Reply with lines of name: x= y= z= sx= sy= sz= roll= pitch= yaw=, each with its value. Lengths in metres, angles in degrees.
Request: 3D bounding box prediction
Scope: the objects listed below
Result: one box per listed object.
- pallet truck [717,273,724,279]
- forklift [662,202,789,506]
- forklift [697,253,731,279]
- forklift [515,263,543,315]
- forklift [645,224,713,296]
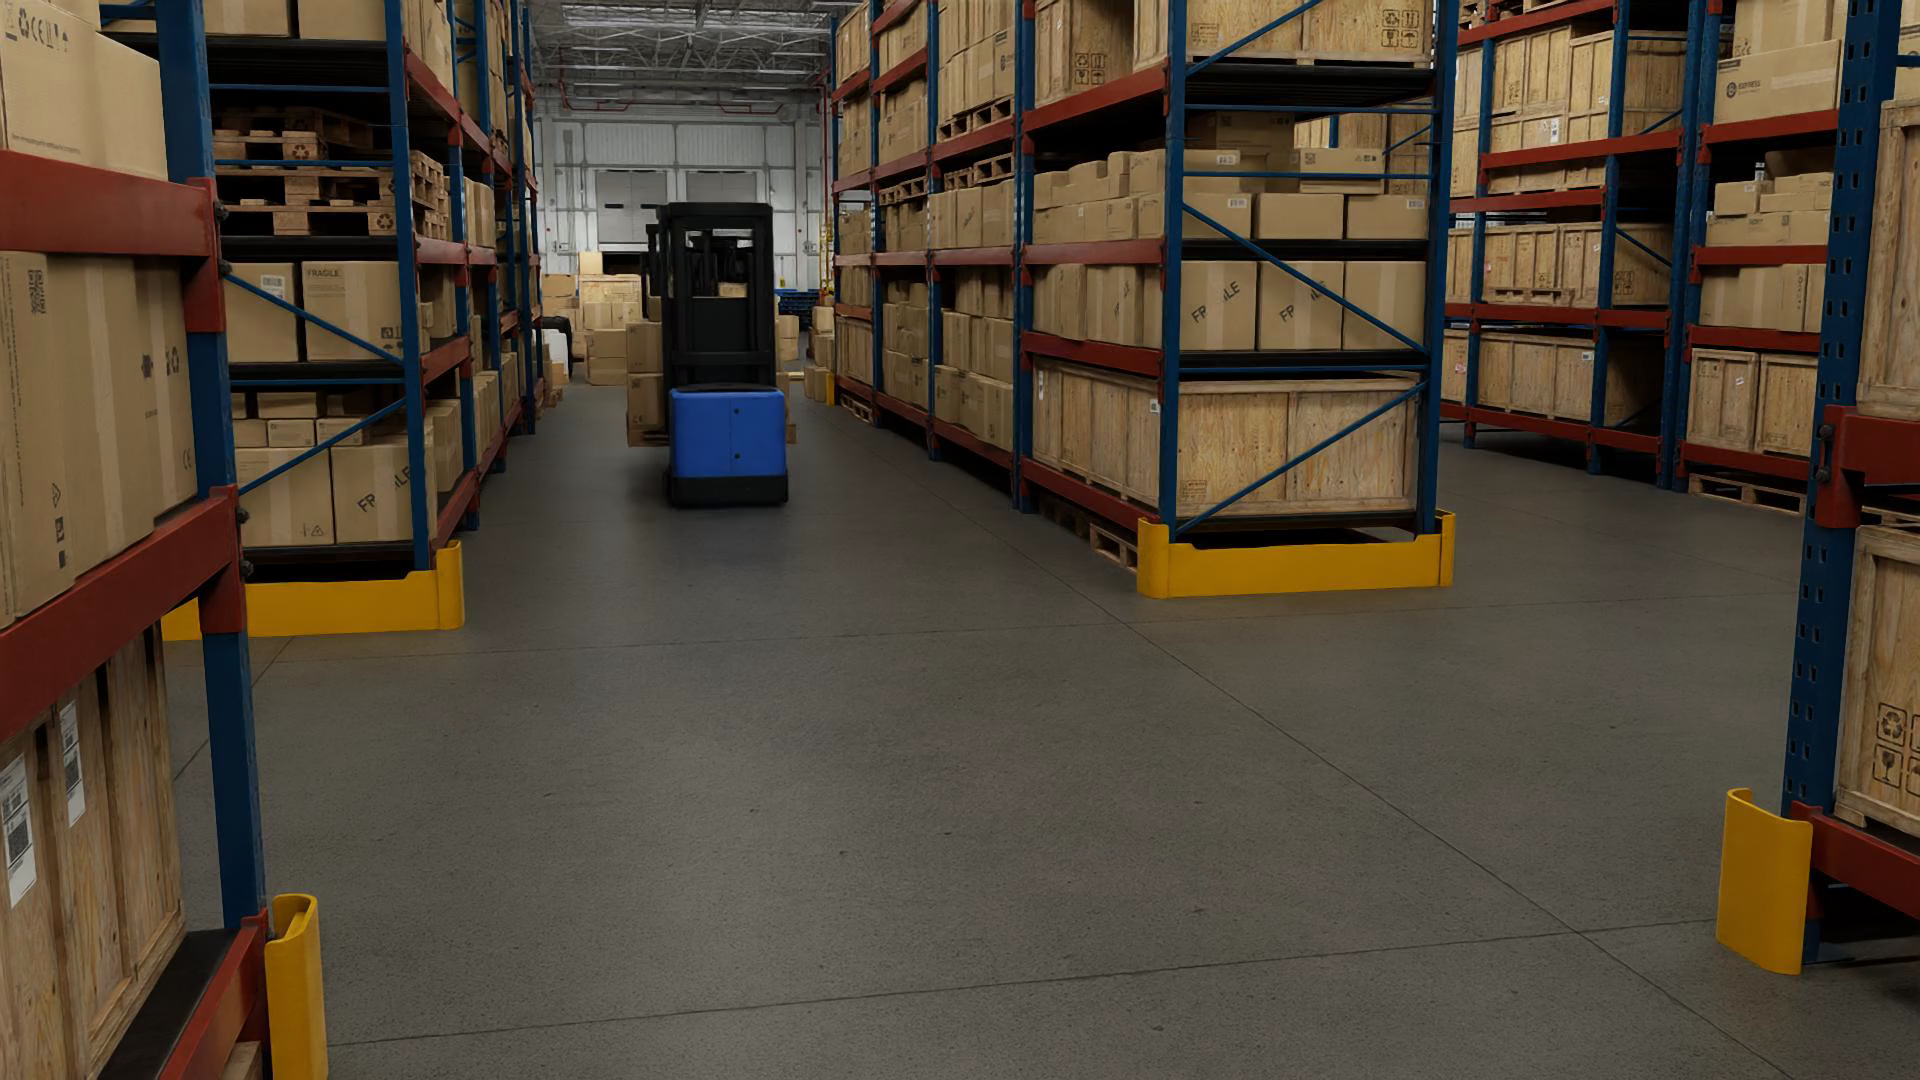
pallet truck: x=-8.580 y=-8.986 z=62.280 sx=1.885 sy=1.965 sz=0.823 roll=1 pitch=9 yaw=5
forklift: x=-2.275 y=-1.812 z=15.865 sx=1.129 sy=2.768 sz=1.873 roll=-2 pitch=10 yaw=-12
forklift: x=-6.403 y=-6.321 z=43.352 sx=1.129 sy=2.768 sz=1.873 roll=-2 pitch=10 yaw=-12
forklift: x=-14.713 y=-8.414 z=56.111 sx=1.873 sy=2.768 sz=1.129 roll=7 pitch=12 yaw=38
forklift: x=-3.968 y=-3.099 z=23.710 sx=1.129 sy=2.768 sz=1.873 roll=-2 pitch=10 yaw=-12
